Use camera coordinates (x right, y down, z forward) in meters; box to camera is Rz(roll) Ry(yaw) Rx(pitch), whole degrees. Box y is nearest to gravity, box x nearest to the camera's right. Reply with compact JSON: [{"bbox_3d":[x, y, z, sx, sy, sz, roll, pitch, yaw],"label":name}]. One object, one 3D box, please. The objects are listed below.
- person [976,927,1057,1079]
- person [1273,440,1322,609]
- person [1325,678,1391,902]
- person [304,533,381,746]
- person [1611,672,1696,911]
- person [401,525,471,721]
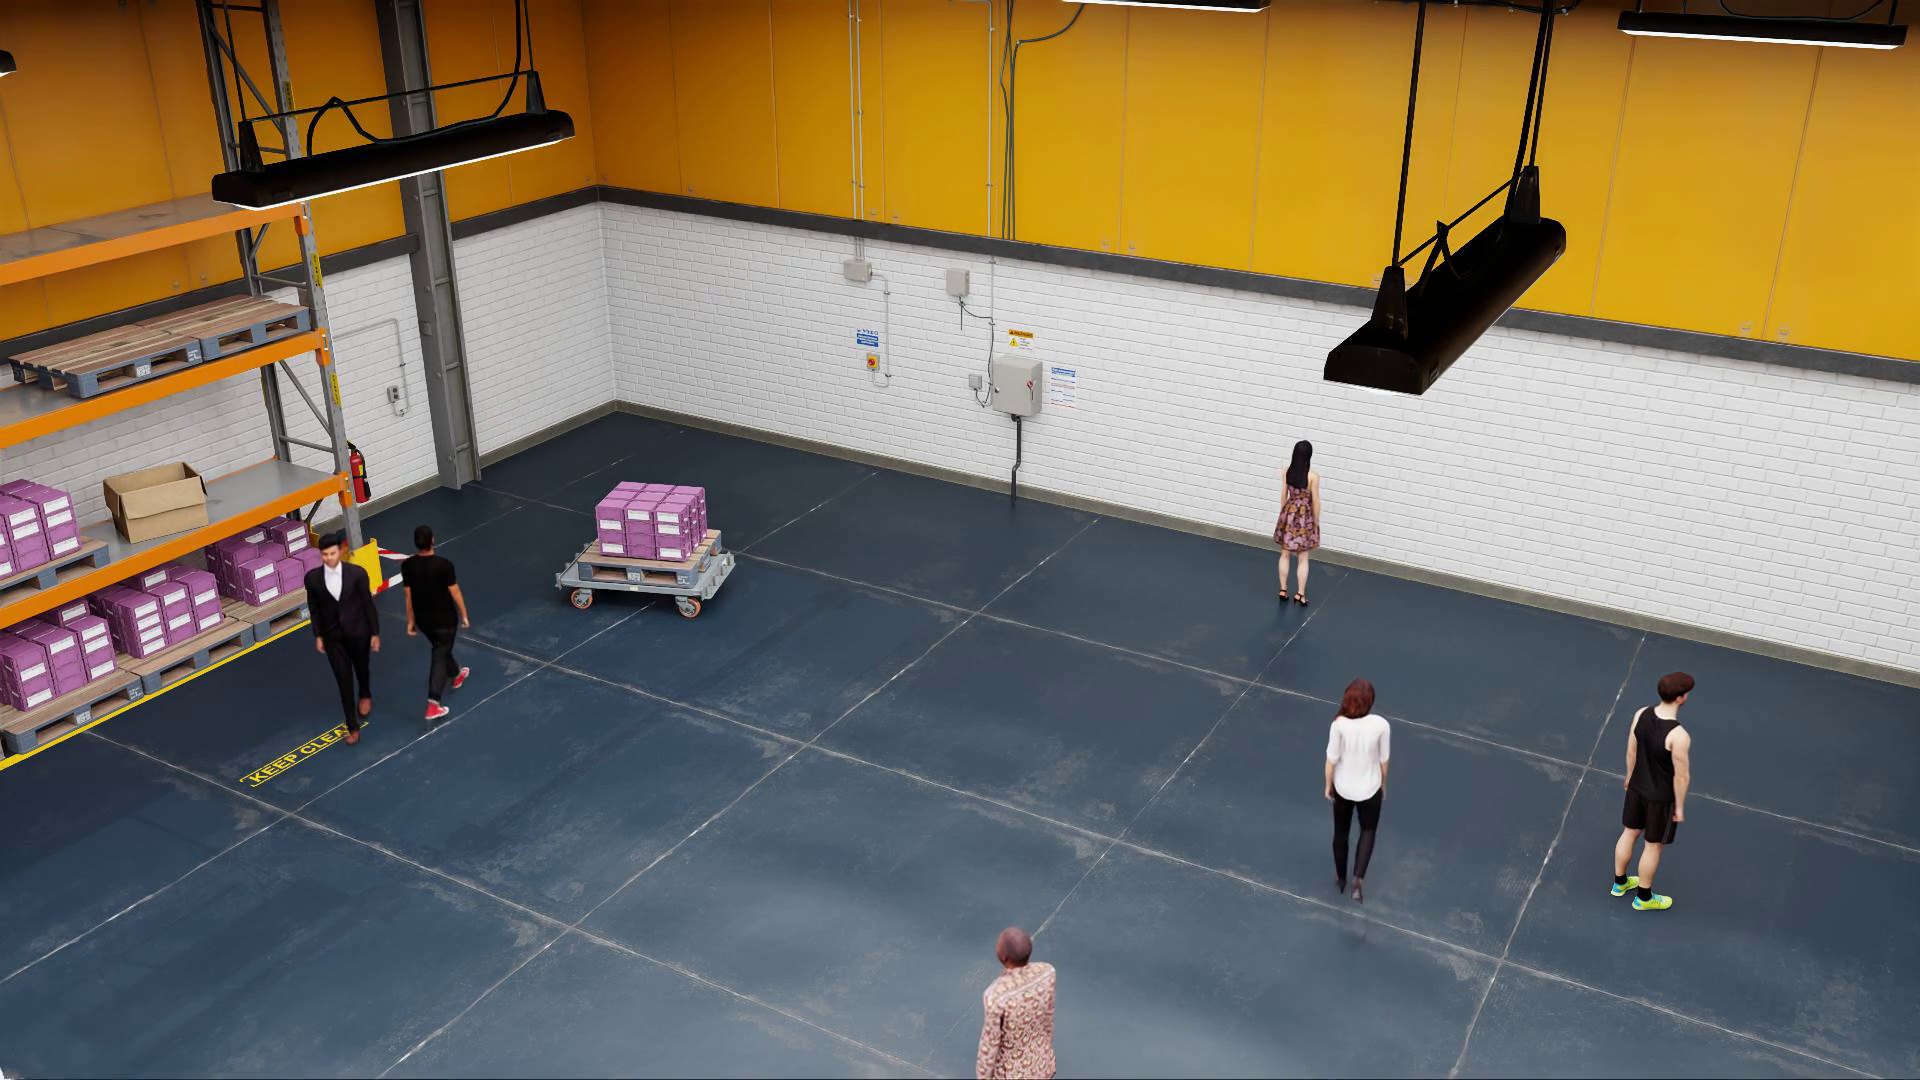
[{"bbox_3d":[0.342,2.986,9.459,0.664,1.802,0.822,-18,29,-35],"label":"person"},{"bbox_3d":[3.400,-0.167,16.709,0.682,1.773,0.687,16,28,33],"label":"person"},{"bbox_3d":[2.870,1.872,12.036,0.741,1.779,0.883,5,24,12],"label":"person"},{"bbox_3d":[-5.312,0.779,14.468,1.196,1.834,1.264,-6,24,-13],"label":"person"},{"bbox_3d":[5.023,1.809,12.042,0.794,1.892,0.779,-11,26,-23],"label":"person"},{"bbox_3d":[-4.654,0.762,14.670,0.979,1.704,1.294,4,24,9],"label":"person"}]
